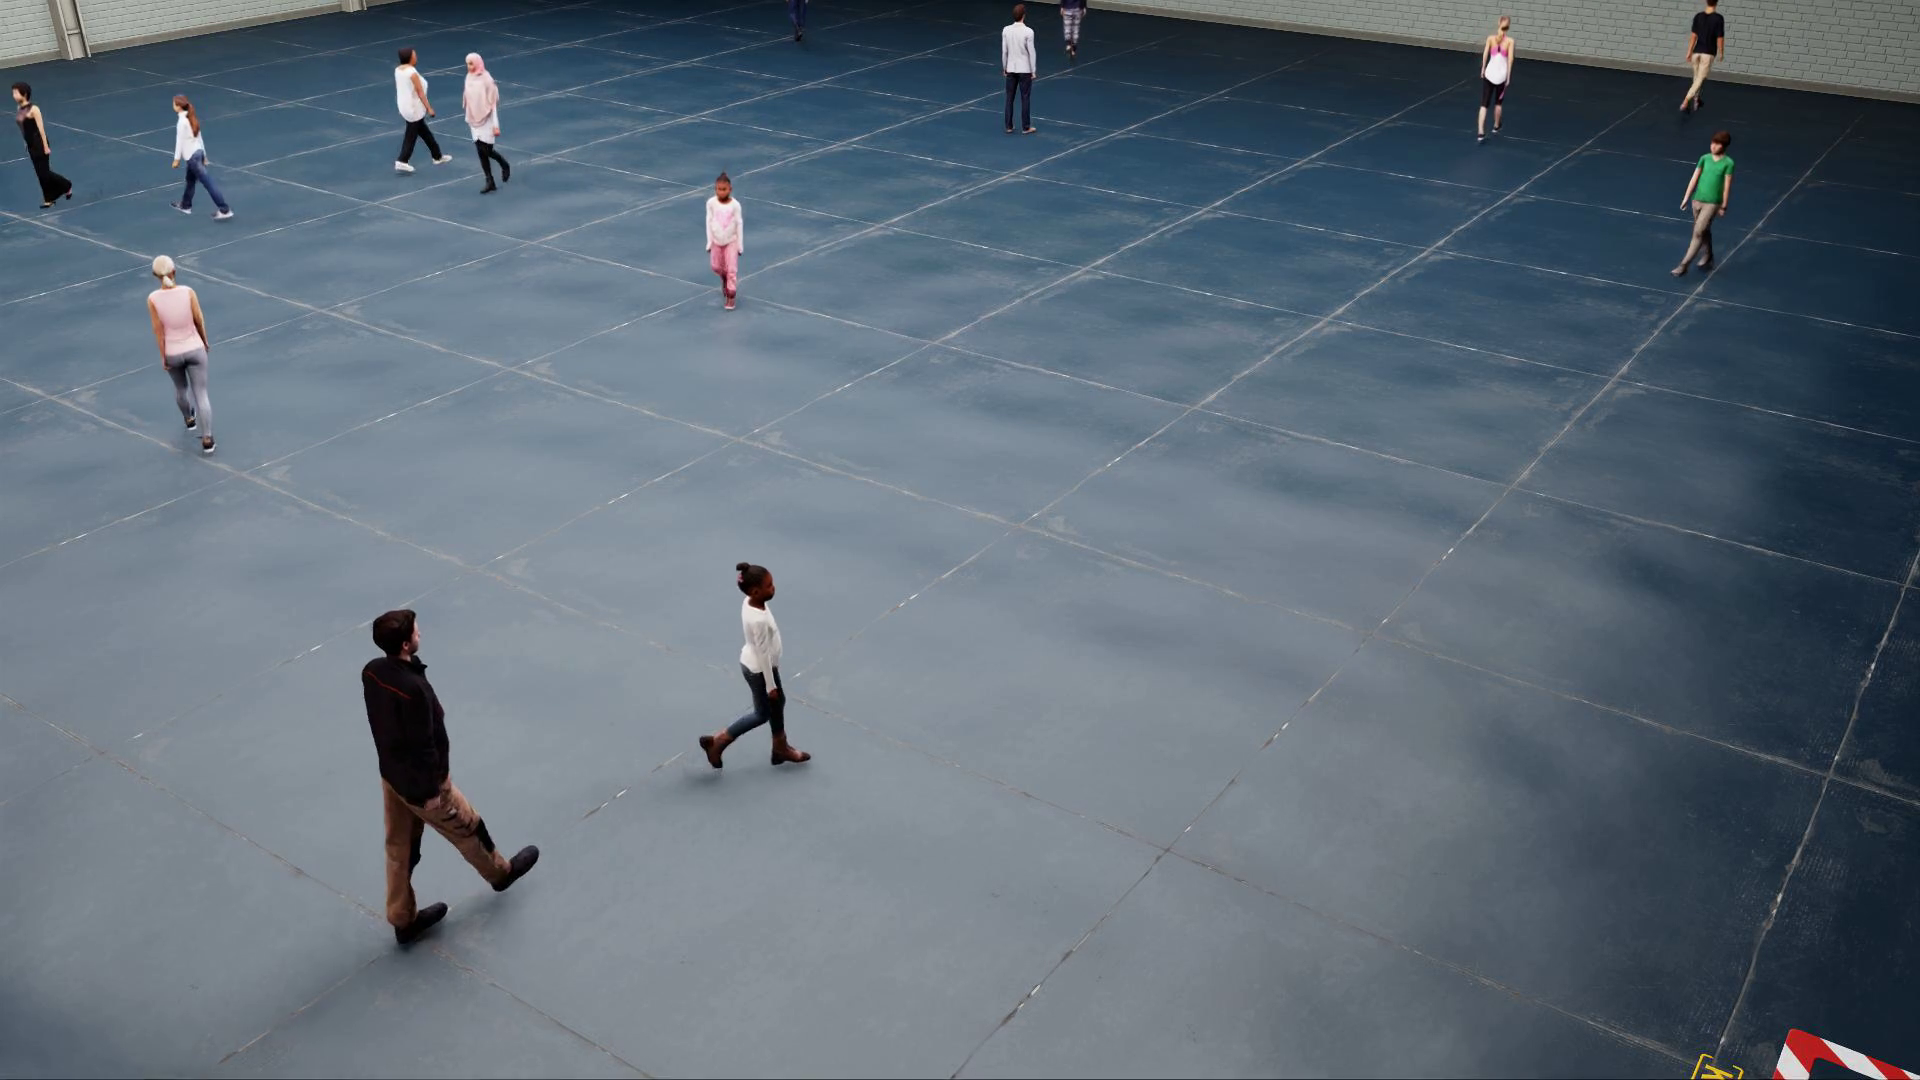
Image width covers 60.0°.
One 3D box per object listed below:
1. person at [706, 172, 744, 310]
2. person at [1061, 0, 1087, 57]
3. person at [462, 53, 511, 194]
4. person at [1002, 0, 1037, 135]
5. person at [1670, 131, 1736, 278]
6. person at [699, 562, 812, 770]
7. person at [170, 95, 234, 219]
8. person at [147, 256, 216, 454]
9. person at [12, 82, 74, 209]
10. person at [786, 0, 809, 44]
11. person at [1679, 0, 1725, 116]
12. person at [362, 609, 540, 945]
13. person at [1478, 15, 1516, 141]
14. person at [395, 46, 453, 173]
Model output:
[{"bbox_3d":[-2.517,-3.231,17.840,0.762,1.436,0.881,3,27,5],"label":"person"},{"bbox_3d":[2.031,-9.513,29.726,0.839,1.725,0.925,1,27,1],"label":"person"},{"bbox_3d":[-6.180,-5.459,21.780,0.703,1.790,0.835,12,30,22],"label":"person"},{"bbox_3d":[0.869,-6.991,24.687,0.716,1.853,0.632,12,30,23],"label":"person"},{"bbox_3d":[8.458,-3.794,18.745,1.213,1.610,0.865,-18,32,-30],"label":"person"},{"bbox_3d":[-1.267,0.792,10.025,0.936,1.439,0.893,-4,28,-8],"label":"person"},{"bbox_3d":[-9.420,-4.711,20.638,0.973,1.507,1.074,1,27,3],"label":"person"},{"bbox_3d":[-6.679,-1.566,14.331,1.059,1.689,0.989,-10,29,-19],"label":"person"},{"bbox_3d":[-11.665,-5.031,21.164,0.576,1.594,0.670,19,33,32],"label":"person"},{"bbox_3d":[-2.994,-10.081,30.826,0.754,1.727,0.810,-9,29,-17],"label":"person"},{"bbox_3d":[11.441,-7.467,25.646,1.233,1.821,0.864,-21,34,-35],"label":"person"},{"bbox_3d":[-2.891,1.270,8.600,0.755,1.894,1.112,20,33,34],"label":"person"},{"bbox_3d":[7.752,-6.678,24.211,0.623,1.733,1.110,17,32,30],"label":"person"},{"bbox_3d":[-7.501,-5.839,22.676,1.197,1.645,0.881,-20,33,-34],"label":"person"}]
